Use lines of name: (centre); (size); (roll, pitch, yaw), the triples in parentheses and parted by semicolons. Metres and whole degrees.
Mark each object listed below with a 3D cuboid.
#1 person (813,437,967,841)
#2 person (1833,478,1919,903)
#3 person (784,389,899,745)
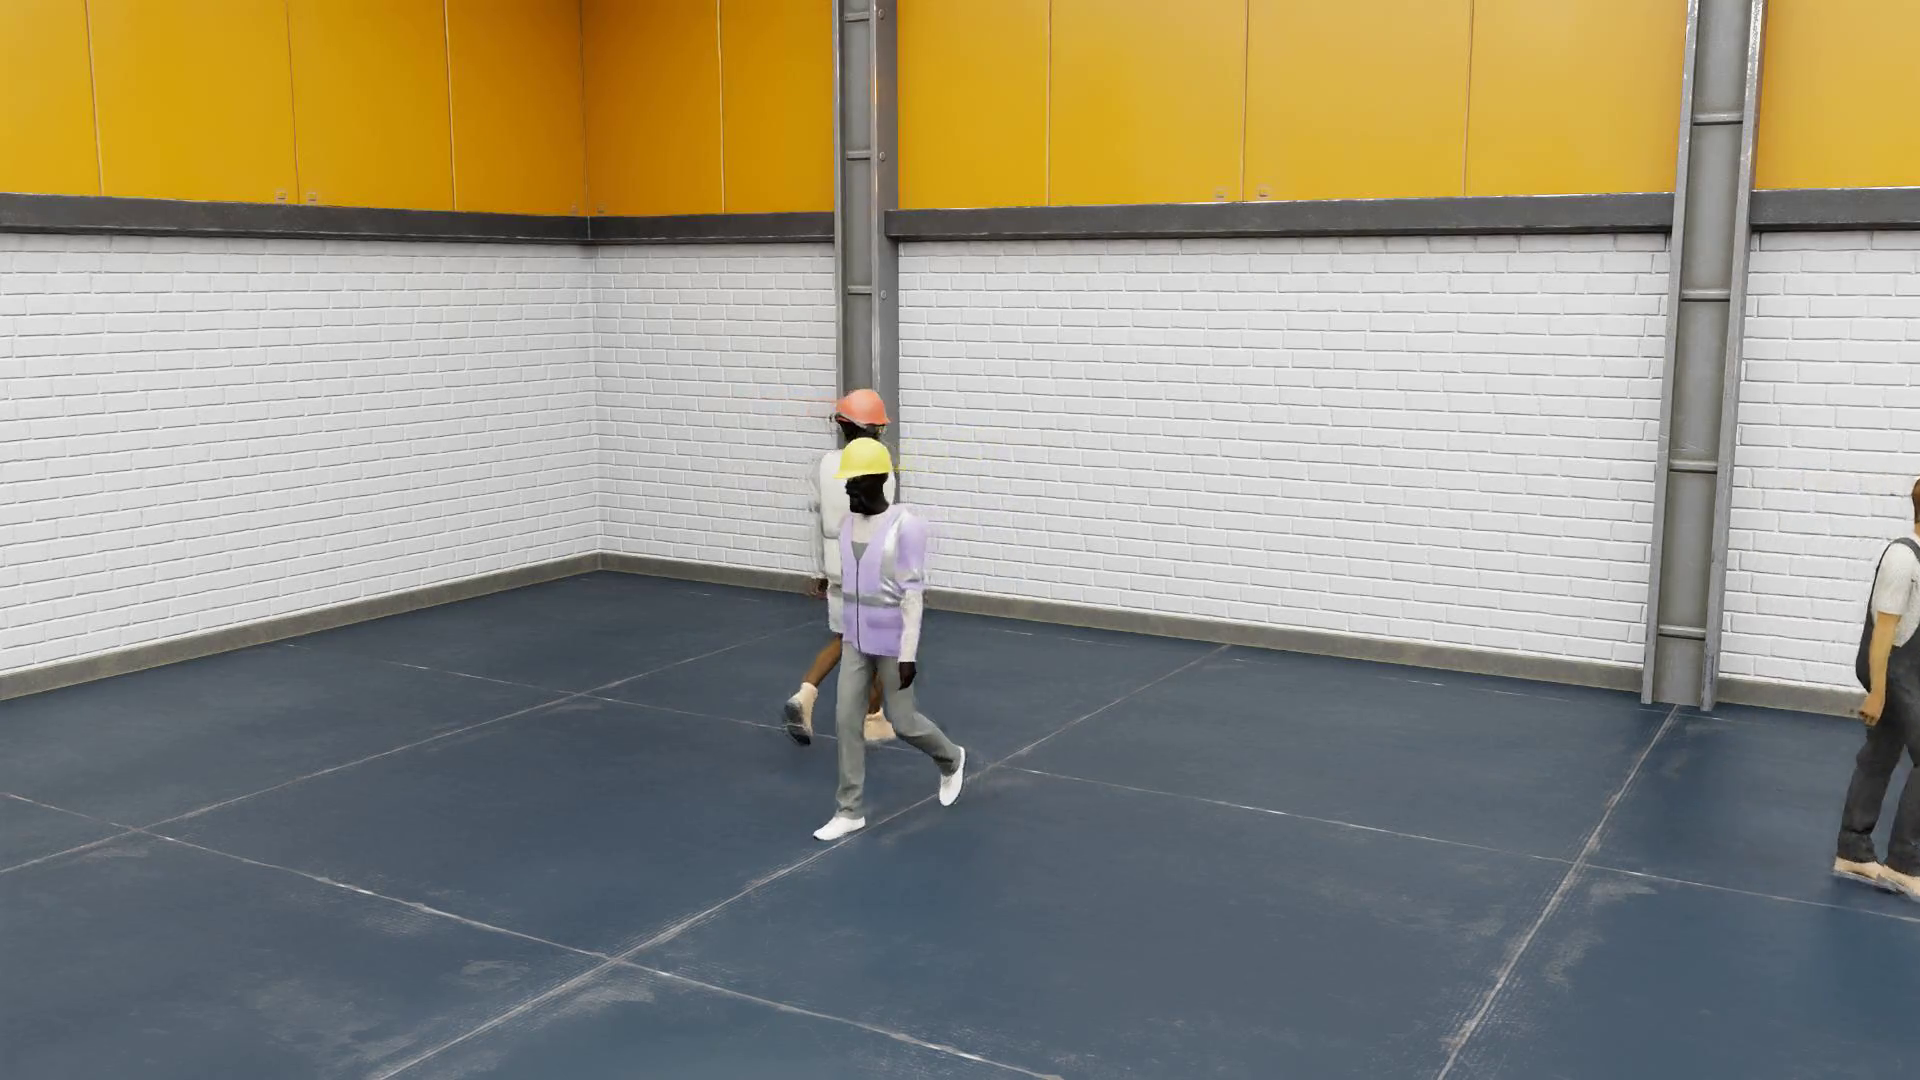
person: (-0.333, 0.444, 7.919); (0.586, 1.894, 0.826); (8, 12, 40)
person: (4.082, 0.619, 7.035); (0.645, 1.819, 0.505); (7, 12, 38)
person: (-0.621, 0.179, 9.167); (0.618, 2.020, 0.736); (8, 12, 41)
